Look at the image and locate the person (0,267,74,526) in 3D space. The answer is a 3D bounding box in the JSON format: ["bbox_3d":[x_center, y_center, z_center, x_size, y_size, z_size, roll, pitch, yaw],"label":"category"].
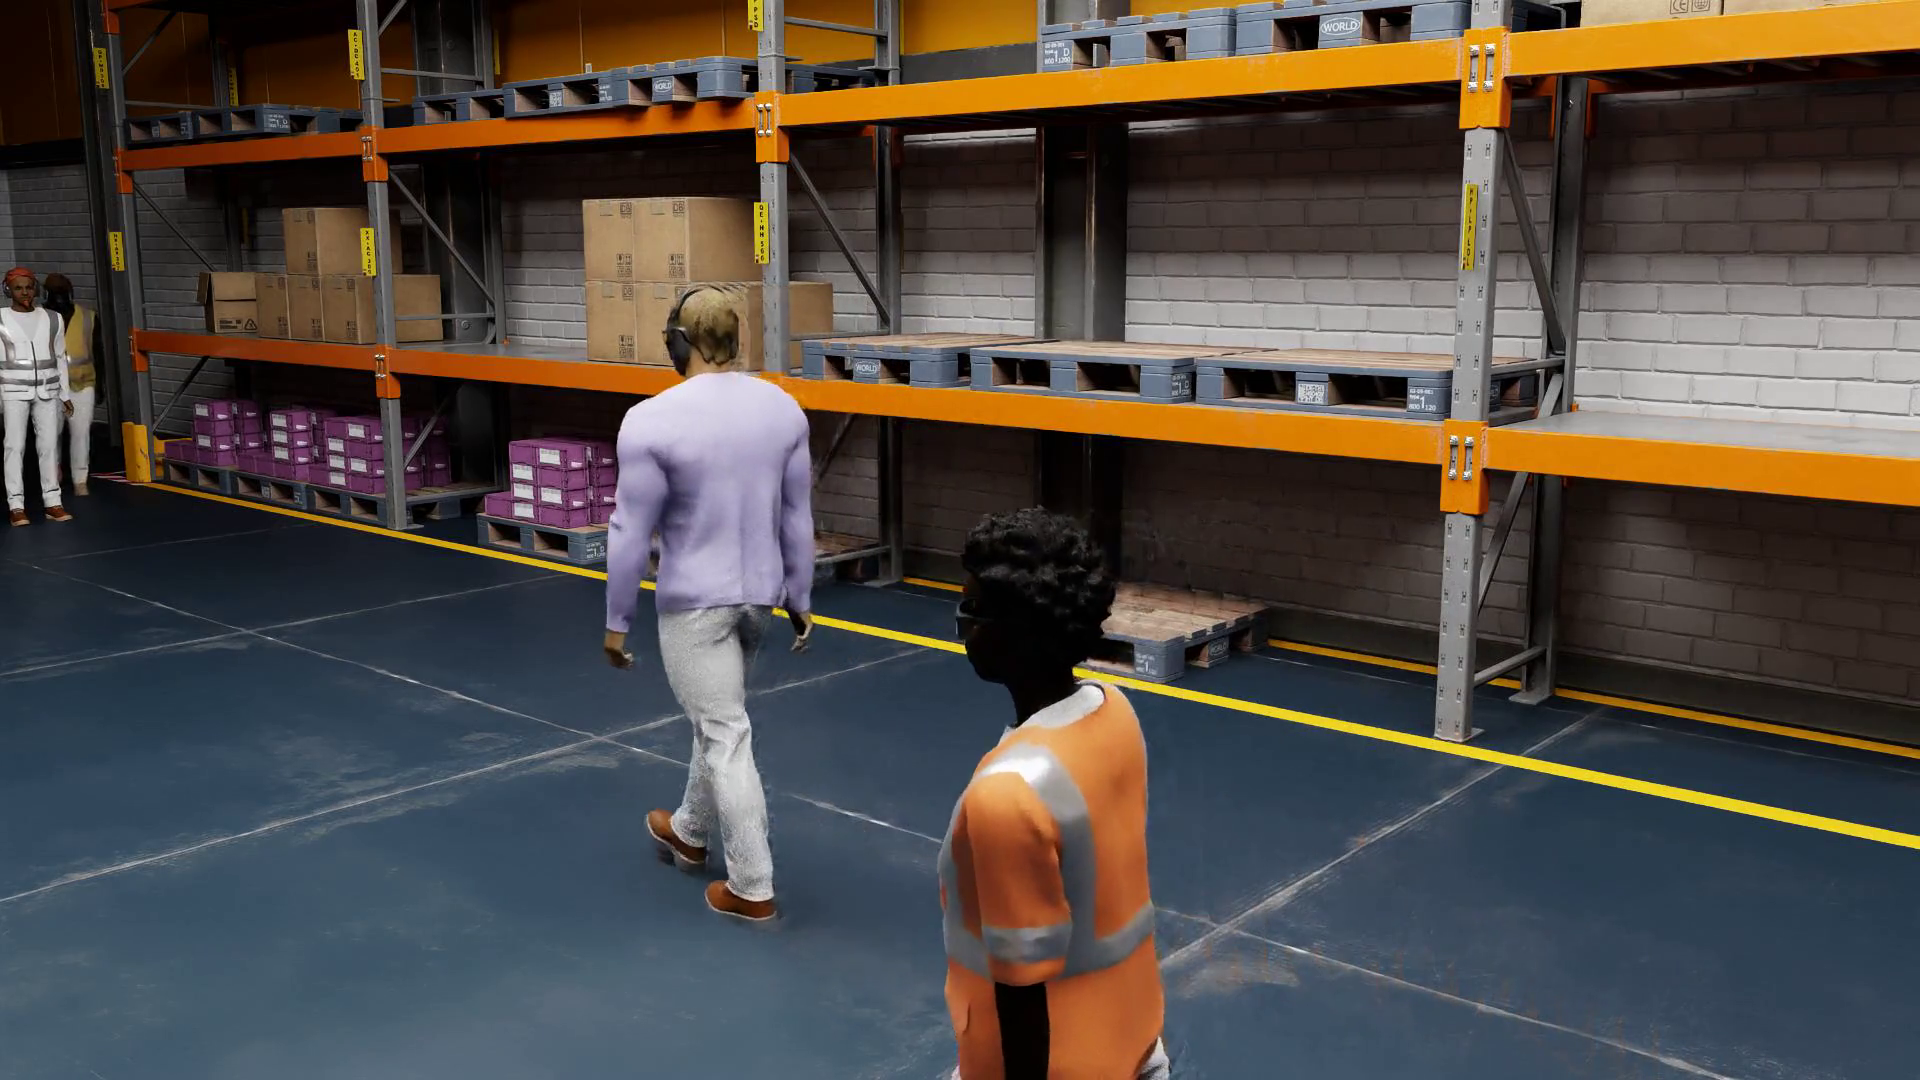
[{"bbox_3d":[-6.828,-1.051,12.213,0.349,1.882,0.577,9,13,41],"label":"person"}]

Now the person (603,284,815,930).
[{"bbox_3d":[-0.840,0.185,5.097,0.900,1.906,0.655,9,14,43],"label":"person"}]

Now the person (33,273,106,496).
[{"bbox_3d":[-7.367,-1.280,13.675,0.636,1.826,0.543,-6,12,-33],"label":"person"}]

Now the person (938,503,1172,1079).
[{"bbox_3d":[0.190,0.765,2.516,0.863,1.659,0.532,5,11,27],"label":"person"}]
